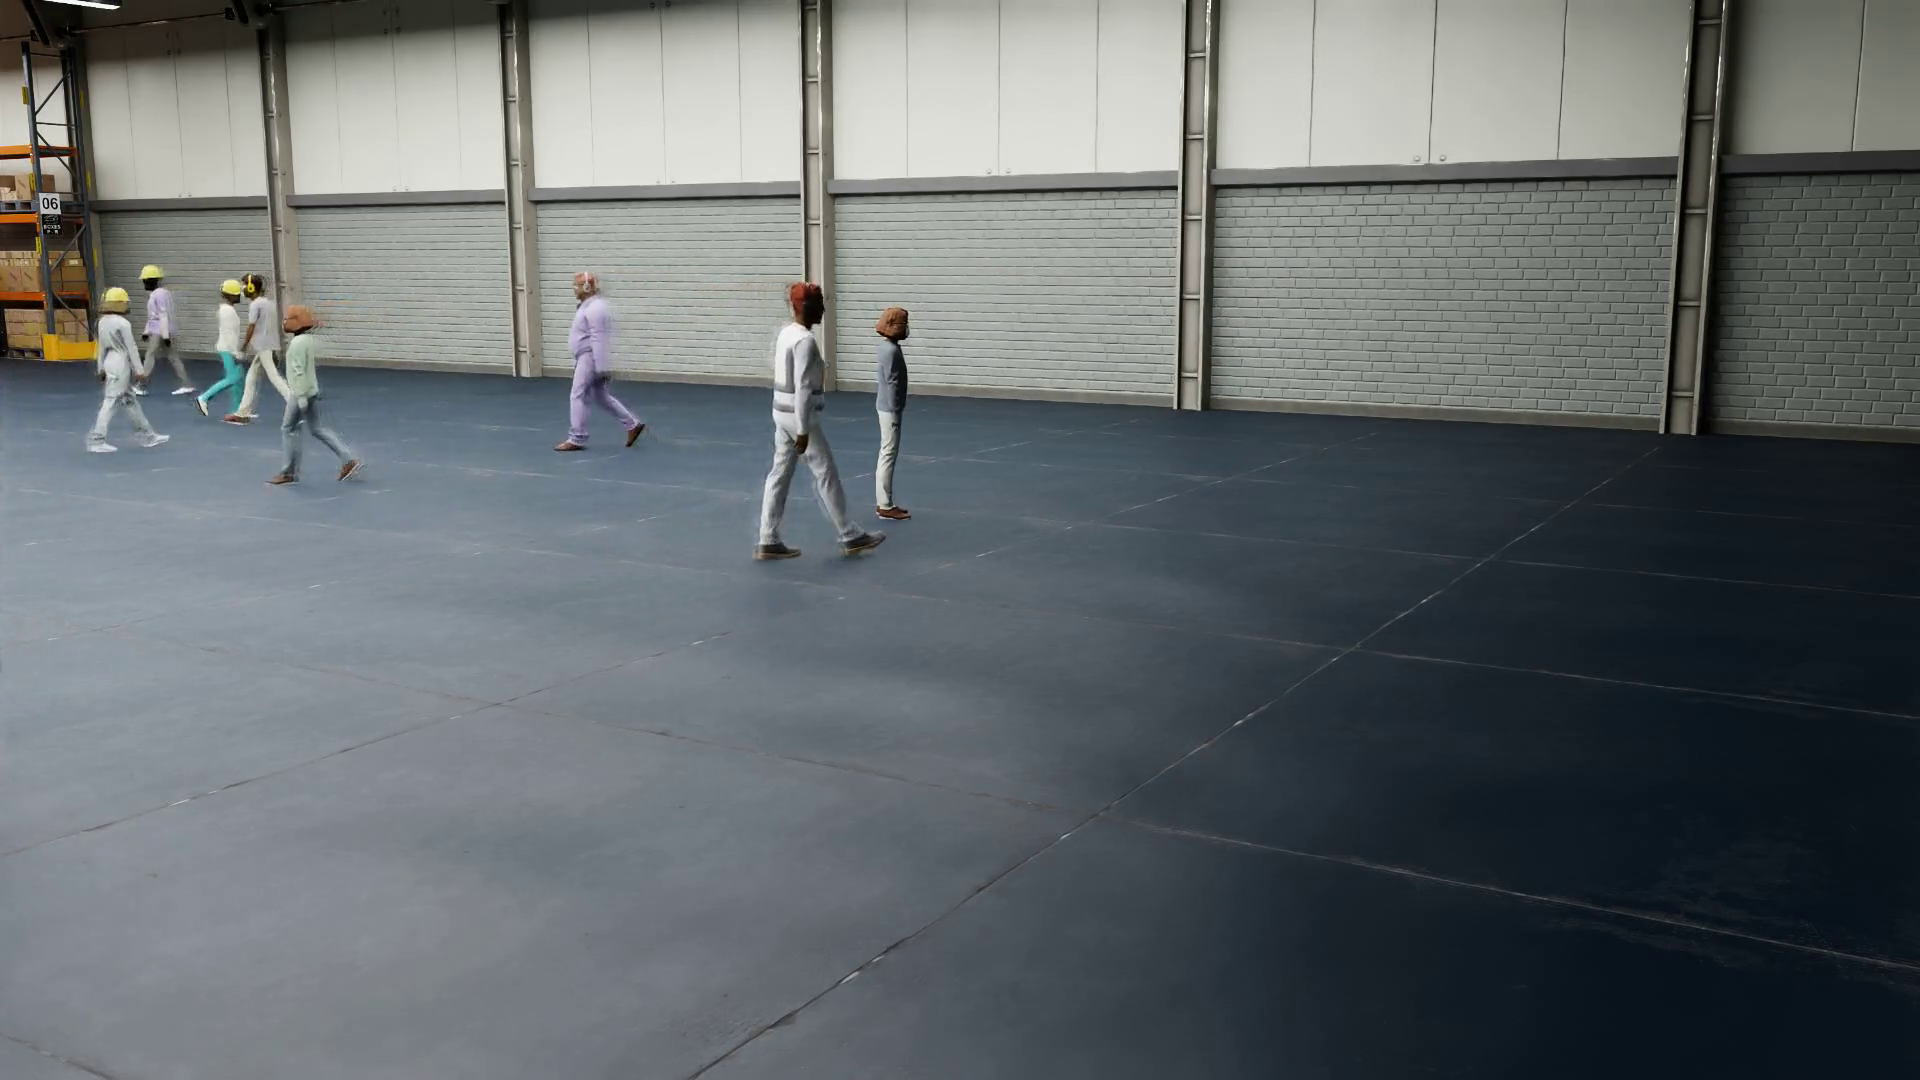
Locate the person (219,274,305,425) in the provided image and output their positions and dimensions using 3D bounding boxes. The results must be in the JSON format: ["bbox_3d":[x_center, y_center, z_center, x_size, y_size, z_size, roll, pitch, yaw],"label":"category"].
[{"bbox_3d":[-8.365,-2.265,19.900,1.018,1.807,0.492,-2,10,-11],"label":"person"}]

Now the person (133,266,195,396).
[{"bbox_3d":[-11.675,-3.028,24.139,0.981,1.872,0.611,-5,11,-27],"label":"person"}]

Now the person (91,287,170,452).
[{"bbox_3d":[-8.739,-1.781,17.359,0.502,1.689,0.896,7,12,35],"label":"person"}]

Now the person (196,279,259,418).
[{"bbox_3d":[-9.087,-2.341,20.518,0.600,1.738,0.553,-3,10,-16],"label":"person"}]

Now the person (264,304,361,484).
[{"bbox_3d":[-5.795,-1.294,14.803,0.764,1.605,0.504,-1,10,-7],"label":"person"}]

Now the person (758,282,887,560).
[{"bbox_3d":[-0.955,-0.791,11.130,0.935,1.840,0.599,-4,10,-22],"label":"person"}]

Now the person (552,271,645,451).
[{"bbox_3d":[-3.792,-1.867,17.365,0.905,1.878,0.636,-2,10,-13],"label":"person"}]

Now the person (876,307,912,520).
[{"bbox_3d":[-0.517,-0.979,12.861,0.266,1.631,0.507,-1,10,-6],"label":"person"}]
